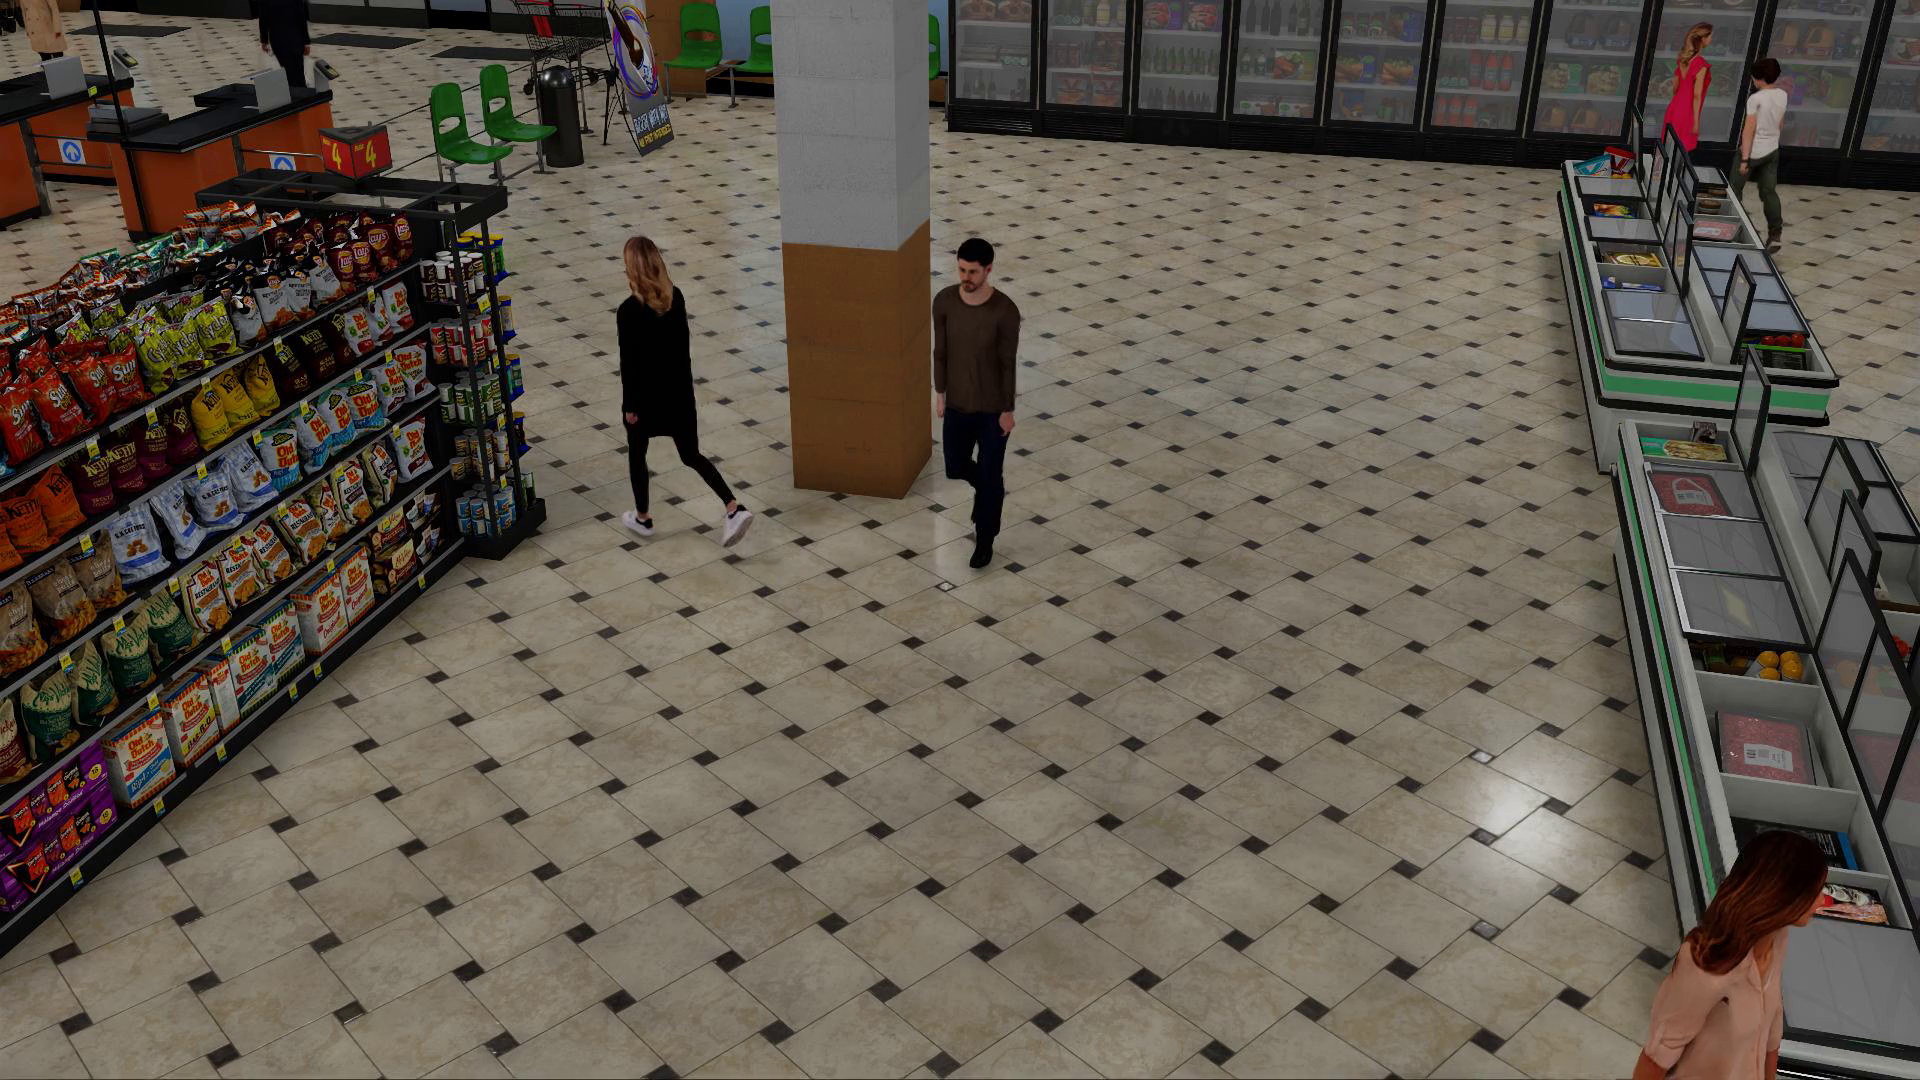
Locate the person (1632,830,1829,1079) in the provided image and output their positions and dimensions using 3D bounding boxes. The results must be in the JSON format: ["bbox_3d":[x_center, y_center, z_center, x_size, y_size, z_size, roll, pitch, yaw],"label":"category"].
[{"bbox_3d":[1.951,1.535,4.660,1.123,1.727,1.102,-18,32,-31],"label":"person"}]

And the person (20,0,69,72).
[{"bbox_3d":[-10.784,-6.015,19.599,0.629,1.680,0.516,7,28,13],"label":"person"}]

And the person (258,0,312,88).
[{"bbox_3d":[-7.461,-5.470,18.503,0.989,1.699,1.036,-17,31,-30],"label":"person"}]

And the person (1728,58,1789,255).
[{"bbox_3d":[6.872,-3.238,14.199,0.924,1.612,1.226,-4,27,-8],"label":"person"}]

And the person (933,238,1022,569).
[{"bbox_3d":[0.134,-0.780,9.069,0.694,1.868,0.887,10,29,19],"label":"person"}]

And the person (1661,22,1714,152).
[{"bbox_3d":[6.682,-3.916,15.408,0.701,1.727,0.582,-2,27,-5],"label":"person"}]

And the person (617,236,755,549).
[{"bbox_3d":[-1.559,-0.739,9.103,1.043,1.764,1.197,19,33,33],"label":"person"}]
